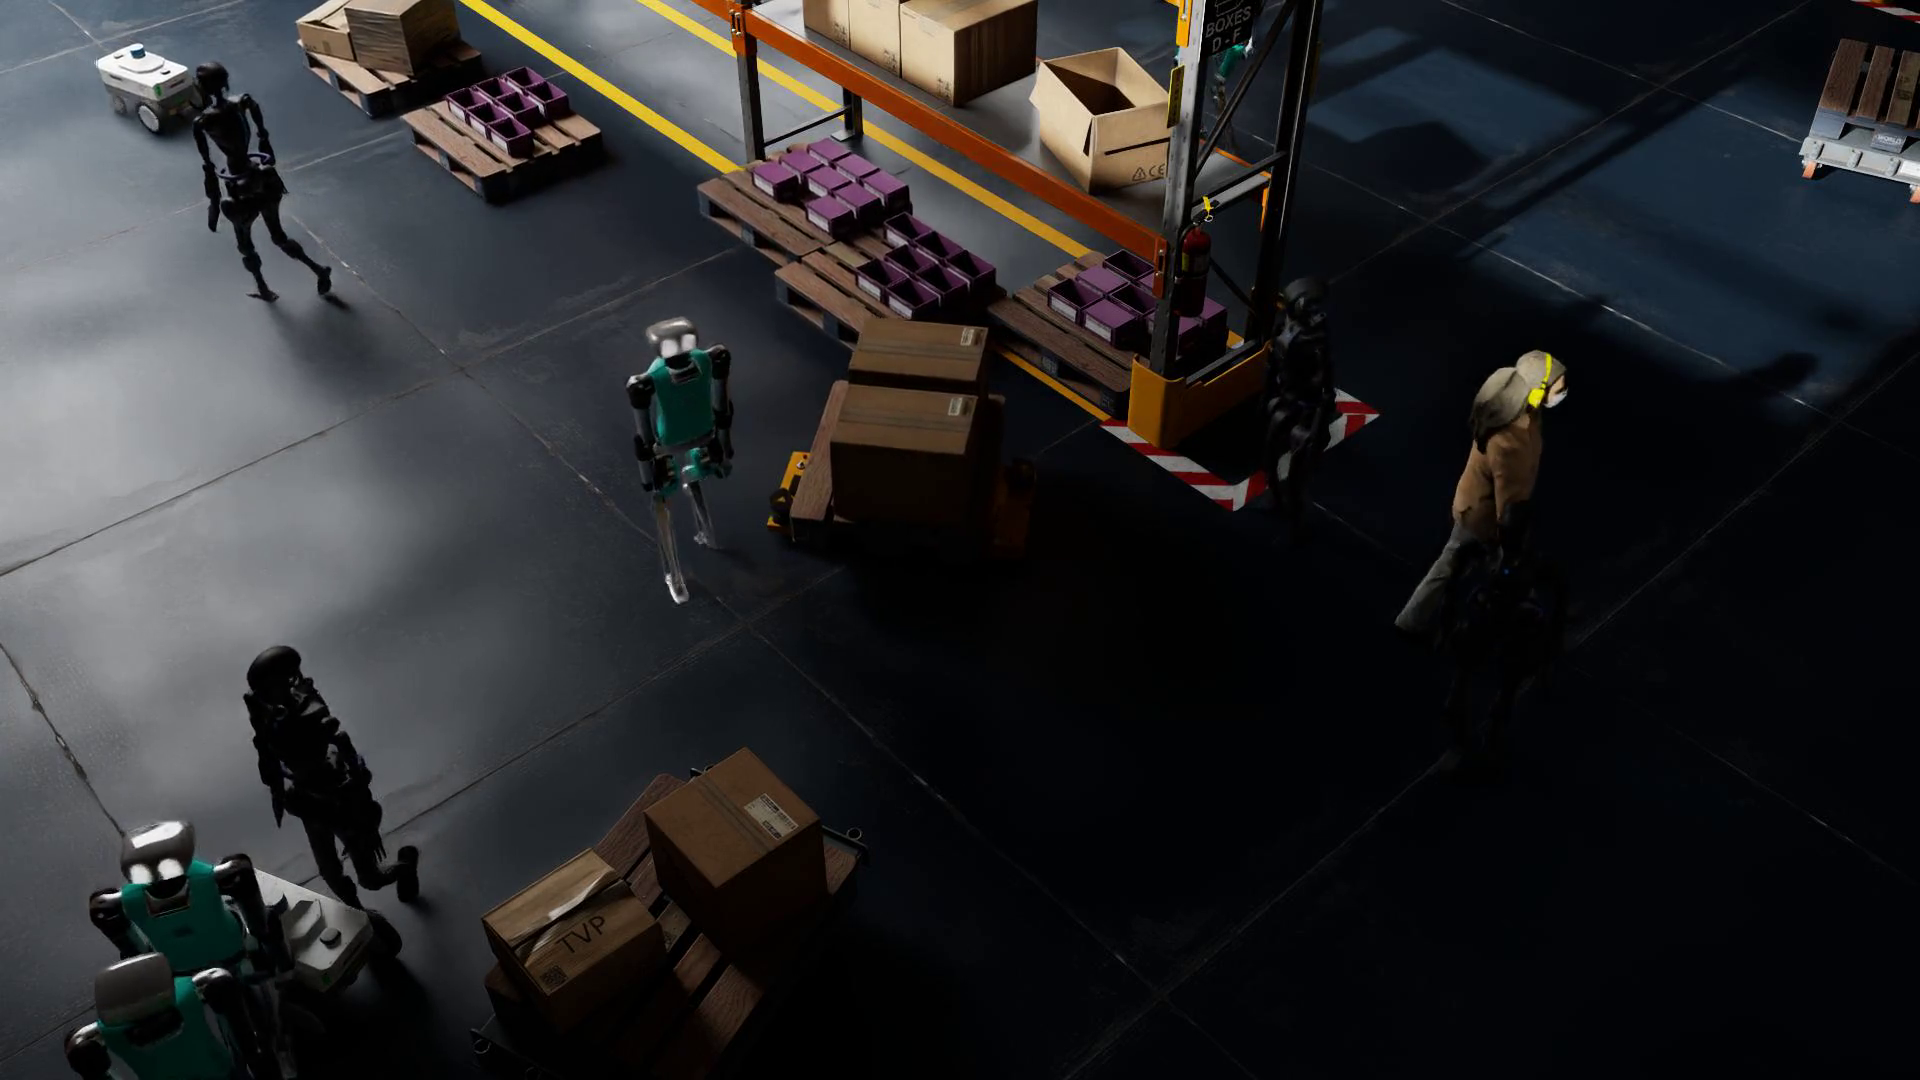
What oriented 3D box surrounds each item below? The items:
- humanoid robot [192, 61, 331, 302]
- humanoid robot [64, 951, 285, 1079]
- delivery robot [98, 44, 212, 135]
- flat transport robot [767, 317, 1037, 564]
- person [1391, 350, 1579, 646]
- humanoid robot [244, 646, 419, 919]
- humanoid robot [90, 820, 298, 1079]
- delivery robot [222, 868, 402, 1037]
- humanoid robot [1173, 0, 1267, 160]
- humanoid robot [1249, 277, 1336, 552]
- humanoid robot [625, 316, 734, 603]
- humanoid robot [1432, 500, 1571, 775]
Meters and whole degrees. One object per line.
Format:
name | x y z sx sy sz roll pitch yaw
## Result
humanoid robot | -4.450 -2.207 10.471 0.611 1.638 0.615 16 45 17
humanoid robot | -2.466 2.192 5.682 0.532 1.861 0.771 -24 48 -24
delivery robot | -6.149 -3.459 12.659 0.789 0.613 0.499 22 47 22
flat transport robot | -0.315 -0.241 9.357 1.431 0.231 0.659 6 43 6
person | 2.704 -0.133 8.087 0.951 1.829 0.577 12 44 13
humanoid robot | -2.608 1.052 6.923 0.588 1.634 0.510 16 45 16
humanoid robot | -2.813 1.536 6.345 0.541 1.803 0.730 -15 45 -15
delivery robot | -2.808 1.703 7.046 0.791 0.614 0.499 16 45 17
humanoid robot | 1.838 -3.664 12.017 0.535 1.794 0.835 -14 44 -15
humanoid robot | 1.776 -0.666 8.783 0.325 1.643 0.611 -17 45 -17
humanoid robot | -1.493 -0.482 8.548 0.530 1.795 0.801 -24 48 -24
humanoid robot | 2.471 0.441 7.579 0.598 1.641 0.420 22 47 22
